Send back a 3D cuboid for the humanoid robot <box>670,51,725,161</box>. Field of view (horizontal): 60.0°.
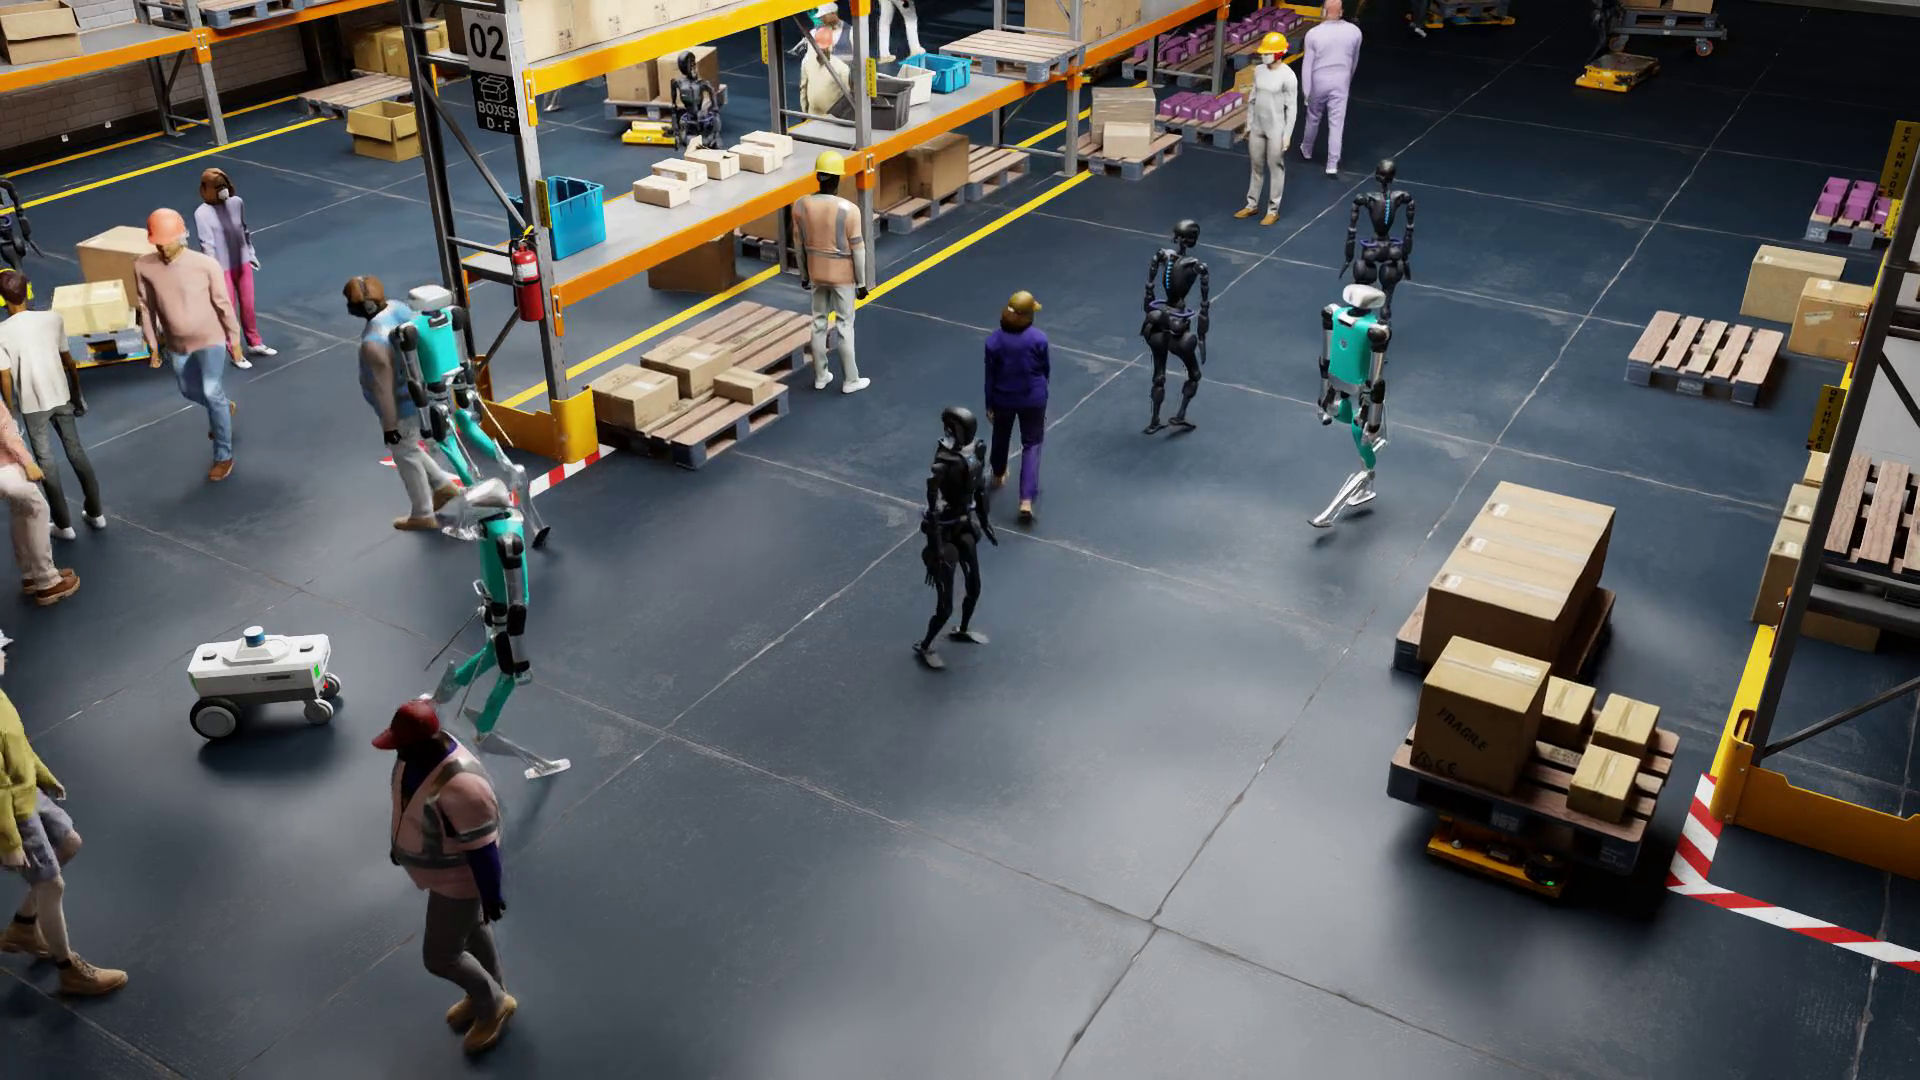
[{"bbox_3d":[-2.624,-4.099,16.772,0.604,1.636,0.549,12,32,20],"label":"humanoid robot"}]

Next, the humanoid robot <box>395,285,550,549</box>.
[{"bbox_3d":[-3.070,-0.731,10.769,0.937,1.799,0.564,14,32,23],"label":"humanoid robot"}]

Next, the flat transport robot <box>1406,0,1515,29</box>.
[{"bbox_3d":[7.446,-7.795,24.731,1.431,0.231,0.659,-5,30,-9],"label":"flat transport robot"}]

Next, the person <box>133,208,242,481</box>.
[{"bbox_3d":[-5.399,-1.462,11.810,0.624,1.966,0.829,1,29,1],"label":"person"}]

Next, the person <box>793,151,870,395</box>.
[{"bbox_3d":[-0.989,-2.061,12.914,0.585,1.917,0.378,12,32,20],"label":"person"}]

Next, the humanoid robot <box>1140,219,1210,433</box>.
[{"bbox_3d":[1.587,-1.583,12.311,0.615,1.648,0.406,25,38,37],"label":"humanoid robot"}]

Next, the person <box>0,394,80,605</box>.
[{"bbox_3d":[-5.873,-0.513,10.132,0.658,1.942,0.439,21,36,33],"label":"person"}]

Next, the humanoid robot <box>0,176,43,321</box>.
[{"bbox_3d":[-8.045,-2.481,13.904,0.597,1.651,0.317,-21,36,-33],"label":"humanoid robot"}]

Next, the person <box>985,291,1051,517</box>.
[{"bbox_3d":[0.384,-0.953,11.301,0.434,1.560,0.804,4,30,7],"label":"person"}]

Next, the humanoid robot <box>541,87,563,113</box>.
[{"bbox_3d":[-5.008,-6.048,20.174,0.688,1.817,0.543,-24,37,-36],"label":"humanoid robot"}]

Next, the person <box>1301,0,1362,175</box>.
[{"bbox_3d":[4.009,-4.969,18.130,0.627,1.843,1.059,1,30,2],"label":"person"}]

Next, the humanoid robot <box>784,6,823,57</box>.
[{"bbox_3d":[-2.009,-7.376,22.500,1.010,1.729,0.551,-18,34,-29],"label":"humanoid robot"}]

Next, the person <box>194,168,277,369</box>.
[{"bbox_3d":[-5.885,-2.210,13.460,0.265,1.631,0.506,11,31,19],"label":"person"}]

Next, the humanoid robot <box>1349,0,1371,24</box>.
[{"bbox_3d":[5.907,-8.464,24.460,0.538,1.805,0.731,-26,38,-38],"label":"humanoid robot"}]

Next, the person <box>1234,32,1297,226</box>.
[{"bbox_3d":[3.064,-4.079,16.514,0.386,1.890,0.563,-24,37,-35],"label":"person"}]

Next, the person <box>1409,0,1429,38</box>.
[{"bbox_3d":[6.654,-8.171,23.859,0.597,1.804,0.966,10,31,16],"label":"person"}]

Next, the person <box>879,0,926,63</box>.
[{"bbox_3d":[-0.795,-7.403,22.473,0.640,1.811,0.849,22,36,33],"label":"person"}]

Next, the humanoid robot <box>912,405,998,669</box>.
[{"bbox_3d":[-0.046,-0.042,9.595,0.388,1.645,0.593,18,34,29],"label":"humanoid robot"}]

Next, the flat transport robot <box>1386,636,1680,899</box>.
[{"bbox_3d":[2.976,1.290,8.660,0.659,0.231,1.431,17,34,27],"label":"flat transport robot"}]

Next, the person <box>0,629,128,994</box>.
[{"bbox_3d":[-4.139,1.181,7.232,0.469,1.865,0.535,-13,32,-22],"label":"person"}]

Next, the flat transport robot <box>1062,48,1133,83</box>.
[{"bbox_3d":[1.781,-6.378,22.223,0.659,0.231,1.431,17,33,27],"label":"flat transport robot"}]

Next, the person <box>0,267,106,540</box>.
[{"bbox_3d":[-6.003,-0.885,10.900,0.347,1.857,0.517,20,35,31],"label":"person"}]

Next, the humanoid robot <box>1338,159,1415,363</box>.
[{"bbox_3d":[3.426,-2.330,13.669,0.591,1.624,0.769,-2,30,-4],"label":"humanoid robot"}]

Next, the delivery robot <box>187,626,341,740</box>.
[{"bbox_3d":[-3.917,0.770,9.309,0.811,0.613,0.499,-4,30,-8],"label":"delivery robot"}]

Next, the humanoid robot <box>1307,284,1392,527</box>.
[{"bbox_3d":[2.679,-0.896,11.023,0.982,1.735,0.542,-19,35,-30],"label":"humanoid robot"}]

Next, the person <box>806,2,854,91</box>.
[{"bbox_3d":[-1.374,-5.199,18.663,0.834,1.722,0.723,-4,30,-7],"label":"person"}]

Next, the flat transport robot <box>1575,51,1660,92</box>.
[{"bbox_3d":[8.646,-6.143,21.808,0.659,0.231,1.431,20,35,31],"label":"flat transport robot"}]

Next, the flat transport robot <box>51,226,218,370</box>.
[{"bbox_3d":[-6.947,-1.671,13.898,1.431,0.231,0.659,-11,31,-19],"label":"flat transport robot"}]

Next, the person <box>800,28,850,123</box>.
[{"bbox_3d":[-1.412,-4.448,17.305,0.590,1.738,0.370,13,32,21],"label":"person"}]

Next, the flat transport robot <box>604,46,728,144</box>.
[{"bbox_3d":[-3.468,-4.995,19.777,0.659,0.231,1.431,5,30,8],"label":"flat transport robot"}]

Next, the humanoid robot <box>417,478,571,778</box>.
[{"bbox_3d":[-2.576,0.577,8.455,0.984,1.777,0.539,-14,32,-23],"label":"humanoid robot"}]

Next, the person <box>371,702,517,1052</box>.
[{"bbox_3d":[-2.163,1.389,6.997,0.457,1.741,0.631,-21,35,-32],"label":"person"}]

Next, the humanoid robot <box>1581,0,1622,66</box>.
[{"bbox_3d":[8.522,-7.022,21.942,0.306,1.650,0.615,24,37,36],"label":"humanoid robot"}]

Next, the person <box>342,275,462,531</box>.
[{"bbox_3d":[-3.694,-0.885,10.933,0.437,1.822,0.648,0,29,0],"label":"person"}]
